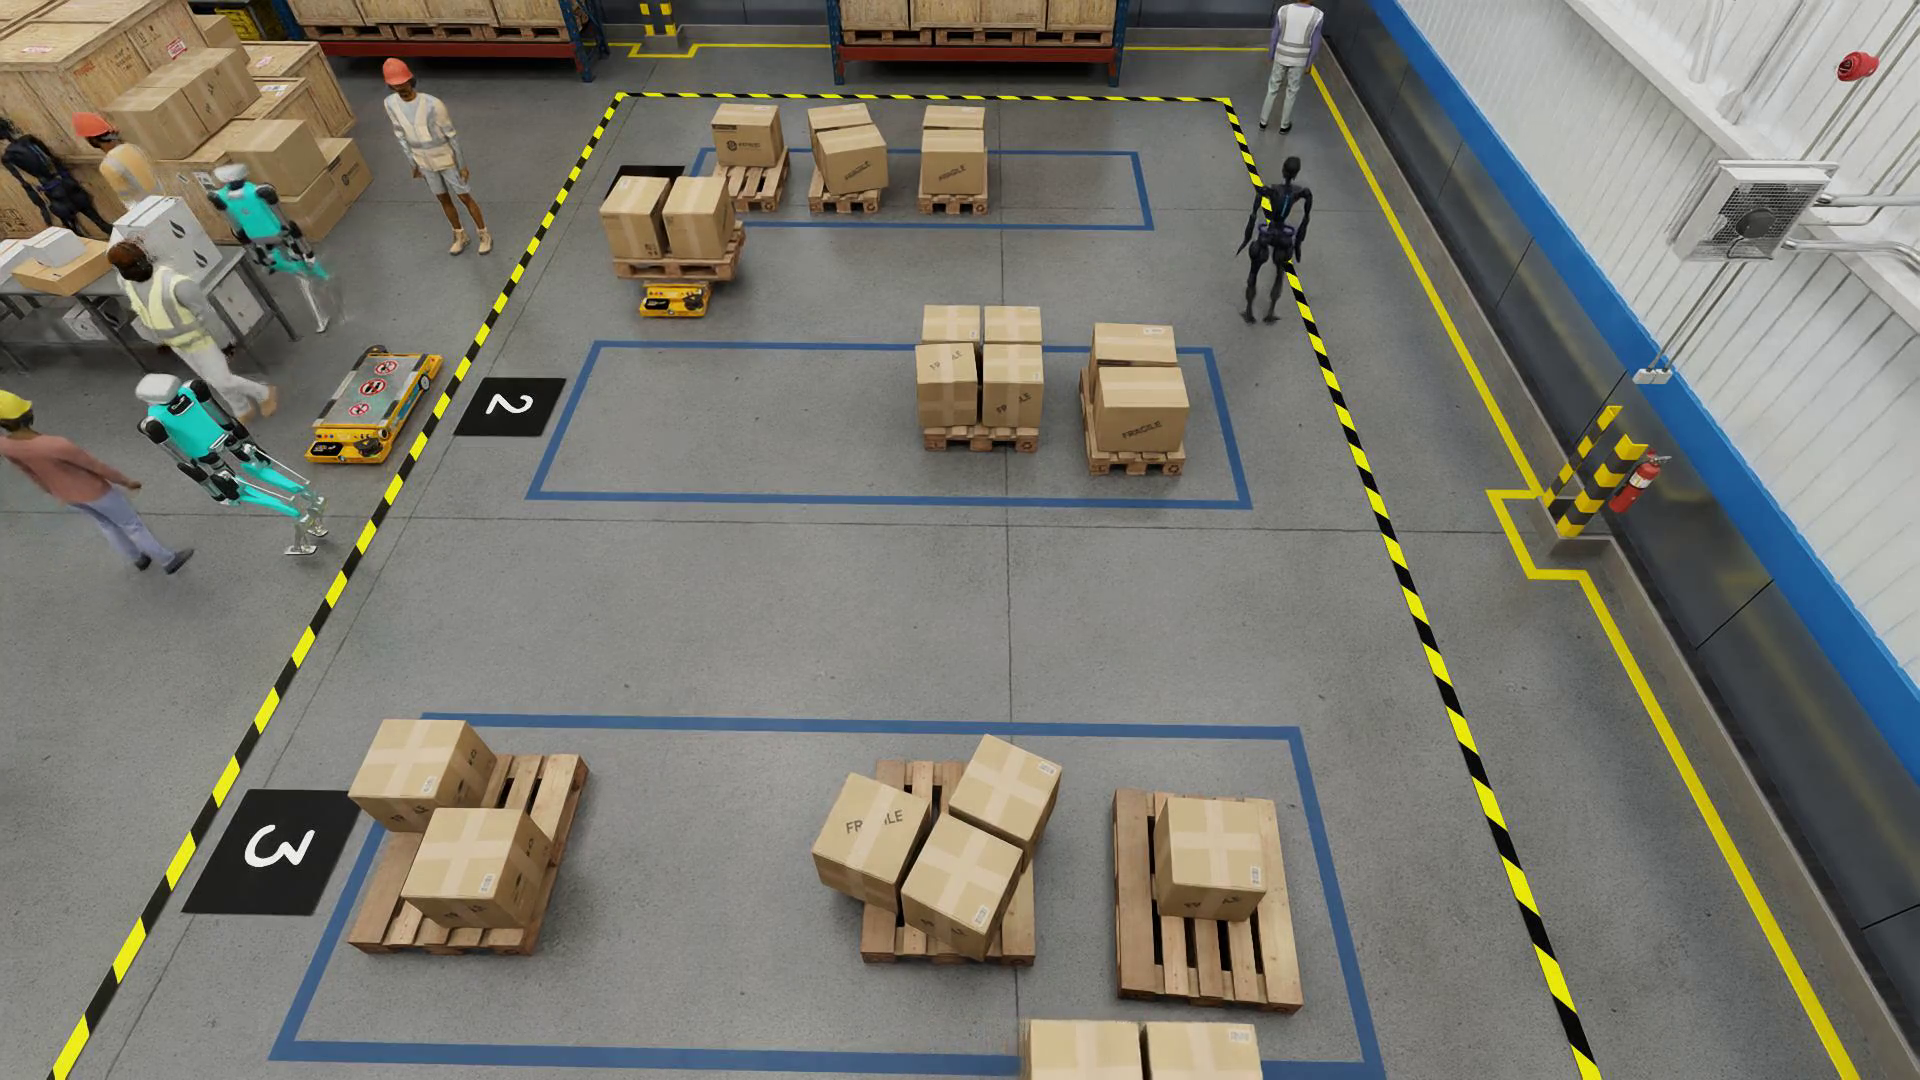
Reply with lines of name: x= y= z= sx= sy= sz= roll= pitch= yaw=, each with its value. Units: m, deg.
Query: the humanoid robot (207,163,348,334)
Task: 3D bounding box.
humanoid robot: x=-6.443 y=-2.797 z=8.796 sx=0.541 sy=1.842 sz=0.663 roll=-10 pitch=51 yaw=-9

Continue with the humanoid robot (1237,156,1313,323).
humanoid robot: x=3.035 y=-2.854 z=8.873 sx=0.613 sy=1.654 sz=0.448 roll=7 pitch=50 yaw=6

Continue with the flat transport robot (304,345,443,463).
flat transport robot: x=-5.383 y=-1.269 z=8.441 sx=0.659 sy=0.231 sz=1.431 roll=1 pitch=50 yaw=1

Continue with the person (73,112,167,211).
person: x=-7.928 y=-3.226 z=9.013 sx=0.467 sy=1.921 sz=0.568 roll=-6 pitch=50 yaw=-5

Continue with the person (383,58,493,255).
person: x=-5.450 y=-3.936 z=9.534 sx=0.610 sy=2.048 sz=0.362 roll=0 pitch=50 yaw=0

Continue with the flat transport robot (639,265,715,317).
flat transport robot: x=-2.944 y=-2.897 z=9.800 sx=0.652 sy=0.197 sz=1.431 roll=1 pitch=50 yaw=1

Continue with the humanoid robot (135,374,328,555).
humanoid robot: x=-5.177 y=-0.500 z=6.738 sx=0.735 sy=1.681 sz=0.533 roll=8 pitch=50 yaw=7

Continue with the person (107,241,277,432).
person: x=-6.522 y=-1.703 z=7.784 sx=0.642 sy=1.833 sz=0.440 roll=11 pitch=51 yaw=9

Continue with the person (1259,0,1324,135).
person: x=4.134 y=-6.019 z=11.443 sx=0.588 sy=1.821 sz=0.403 roll=21 pitch=53 yaw=17

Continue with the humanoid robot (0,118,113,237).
humanoid robot: x=-9.322 y=-3.572 z=9.486 sx=0.752 sy=1.629 sz=0.593 roll=-1 pitch=50 yaw=-1

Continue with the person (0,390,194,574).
person: x=-6.378 y=-0.373 z=6.704 sx=0.534 sy=1.765 sz=0.325 roll=3 pitch=50 yaw=2
